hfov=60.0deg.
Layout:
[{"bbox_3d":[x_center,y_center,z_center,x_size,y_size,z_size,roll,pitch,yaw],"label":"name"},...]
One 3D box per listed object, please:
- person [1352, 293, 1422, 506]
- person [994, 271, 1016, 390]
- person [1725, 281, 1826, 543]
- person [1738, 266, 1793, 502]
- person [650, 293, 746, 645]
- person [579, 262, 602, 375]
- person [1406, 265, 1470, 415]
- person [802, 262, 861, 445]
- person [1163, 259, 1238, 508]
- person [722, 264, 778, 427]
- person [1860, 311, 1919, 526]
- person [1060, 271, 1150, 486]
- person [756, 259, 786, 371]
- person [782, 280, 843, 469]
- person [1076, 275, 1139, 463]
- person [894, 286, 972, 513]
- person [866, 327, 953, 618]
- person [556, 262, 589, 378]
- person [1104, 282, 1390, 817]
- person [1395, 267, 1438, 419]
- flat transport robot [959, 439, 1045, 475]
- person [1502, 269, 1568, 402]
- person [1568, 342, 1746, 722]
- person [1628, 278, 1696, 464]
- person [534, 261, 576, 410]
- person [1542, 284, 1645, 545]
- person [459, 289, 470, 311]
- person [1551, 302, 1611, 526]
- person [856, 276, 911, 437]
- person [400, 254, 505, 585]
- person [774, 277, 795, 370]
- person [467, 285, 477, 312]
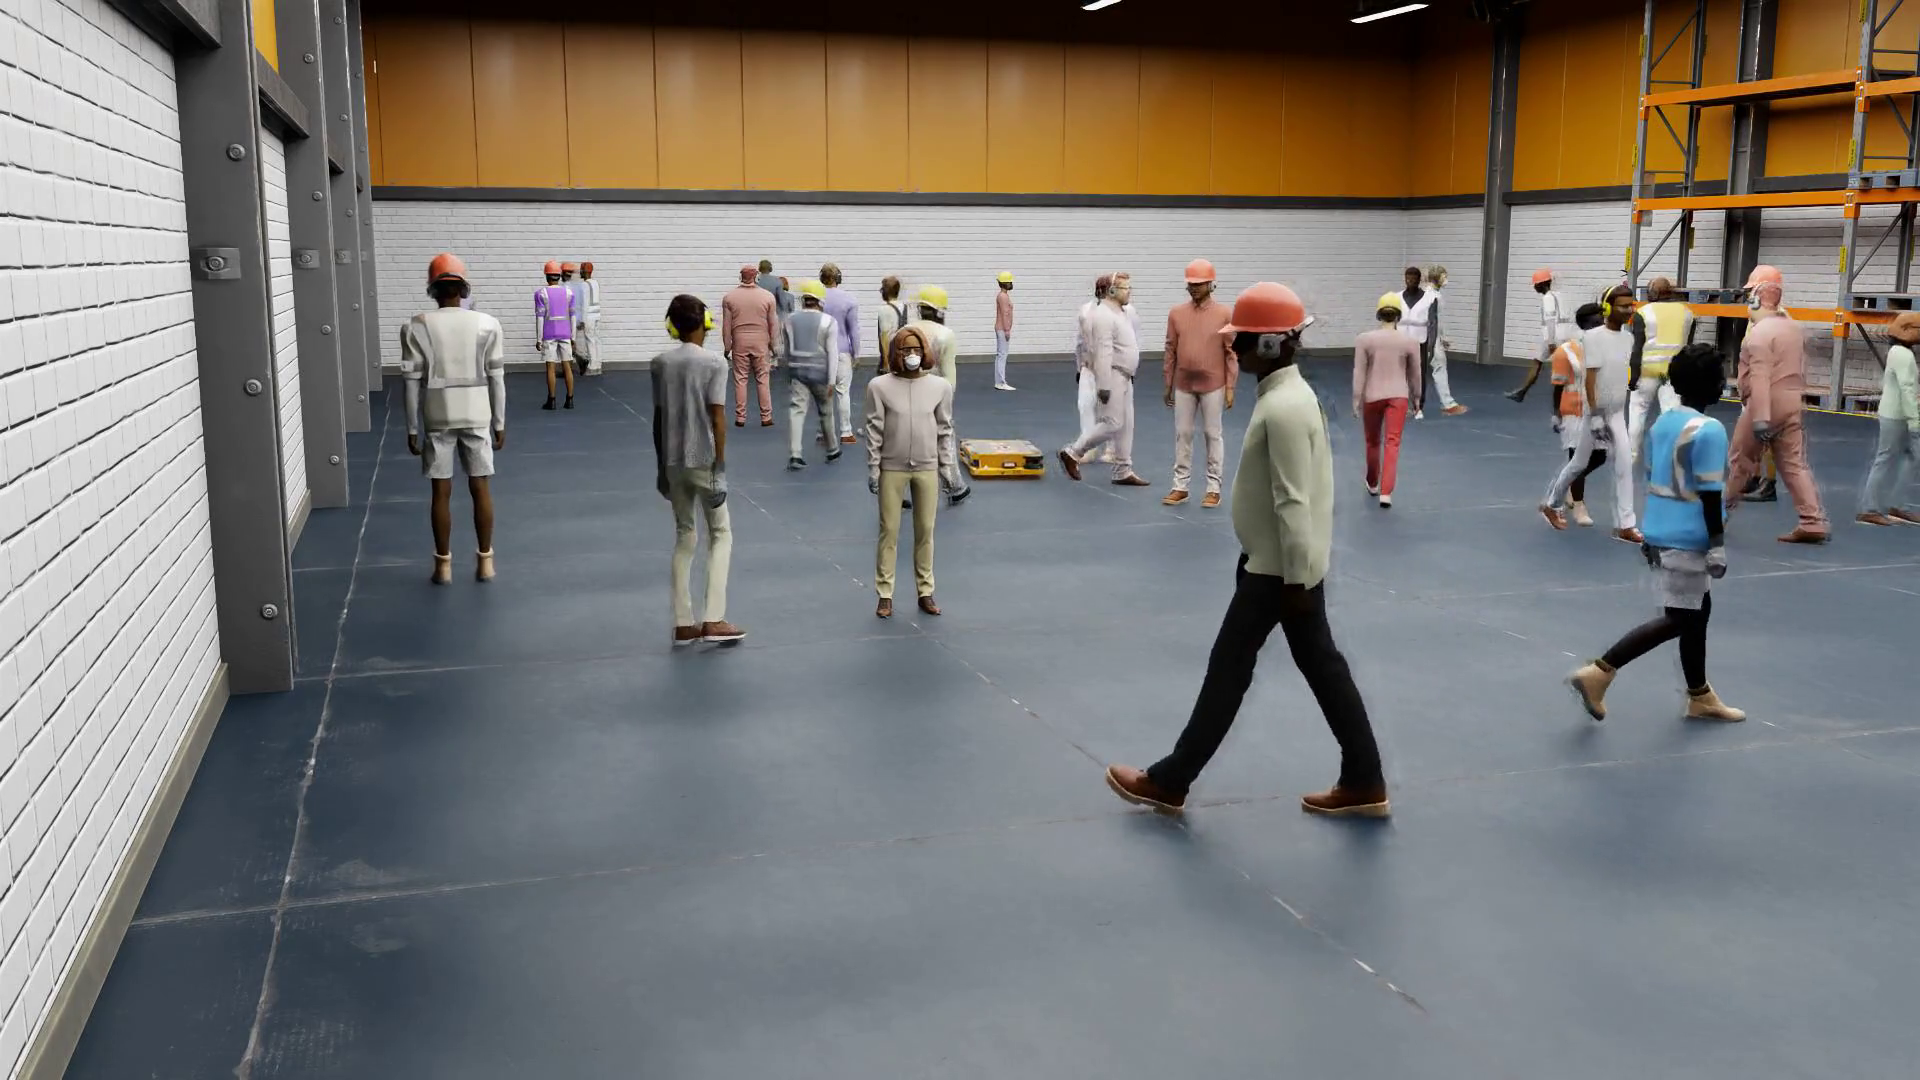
[{"bbox_3d":[3.494,-1.159,13.619,0.548,1.711,0.923,2,10,14],"label":"person"},{"bbox_3d":[0.671,-3.116,24.819,0.309,1.769,0.523,-1,10,-7],"label":"person"},{"bbox_3d":[5.742,-0.912,11.857,0.698,1.835,0.996,-7,12,-35],"label":"person"},{"bbox_3d":[6.579,-1.281,13.697,0.373,1.934,0.551,0,10,-2],"label":"person"},{"bbox_3d":[-1.411,-0.370,8.729,0.550,1.830,0.481,4,11,24],"label":"person"},{"bbox_3d":[-6.214,-3.704,27.886,0.353,1.883,0.572,2,10,11],"label":"person"},{"bbox_3d":[5.945,-2.524,21.072,1.013,1.893,0.639,3,10,17],"label":"person"},{"bbox_3d":[-1.357,-1.968,17.669,0.631,1.940,0.372,2,10,12],"label":"person"},{"bbox_3d":[1.918,-1.253,13.374,0.623,1.989,0.401,5,11,29],"label":"person"},{"bbox_3d":[-2.464,-2.286,19.604,0.652,1.906,0.404,-1,10,-4],"label":"person"},{"bbox_3d":[7.039,-0.889,12.348,0.564,1.609,0.516,5,11,27],"label":"person"},{"bbox_3d":[1.294,-1.401,14.550,0.686,1.886,0.646,3,10,19],"label":"person"},{"bbox_3d":[-3.348,-3.903,28.883,0.648,1.932,0.437,2,10,14],"label":"person"},{"bbox_3d":[-1.416,-1.580,15.877,0.602,1.782,0.928,3,10,18],"label":"person"},{"bbox_3d":[1.369,-1.624,16.013,0.667,1.817,0.691,5,11,24],"label":"person"},{"bbox_3d":[-0.258,-1.116,13.218,0.595,1.783,0.926,5,11,28],"label":"person"},{"bbox_3d":[-0.282,-0.380,9.357,0.497,1.634,0.279,-2,10,-12],"label":"person"},{"bbox_3d":[-6.291,-3.556,27.006,0.669,1.899,0.563,5,11,25],"label":"person"},{"bbox_3d":[1.090,0.056,5.961,1.046,1.934,0.656,2,10,14],"label":"person"},{"bbox_3d":[5.493,-2.366,20.196,0.623,1.856,1.011,6,11,30],"label":"person"},{"bbox_3d":[0.377,-0.785,15.645,0.652,0.197,1.431,-1,10,-5],"label":"flat transport robot"},{"bbox_3d":[8.020,-2.741,22.524,1.162,1.828,0.559,6,12,32],"label":"person"},{"bbox_3d":[3.032,-0.013,7.120,0.759,1.675,0.536,1,10,4],"label":"person"},{"bbox_3d":[6.669,-1.591,15.922,0.651,1.804,0.756,-1,10,-3],"label":"person"},{"bbox_3d":[-5.282,-2.665,21.707,0.552,1.937,0.356,-7,12,-34],"label":"person"},{"bbox_3d":[4.604,-0.923,11.969,0.511,1.832,0.976,-4,11,-21],"label":"person"},{"bbox_3d":[-6.763,-2.762,22.301,0.362,1.928,0.587,1,10,6],"label":"person"},{"bbox_3d":[4.728,-0.972,12.663,0.542,1.674,0.663,-1,10,-6],"label":"person"},{"bbox_3d":[-0.714,-1.971,18.139,0.993,1.795,0.527,9,13,41],"label":"person"},{"bbox_3d":[-3.129,-0.737,10.282,0.611,2.032,0.430,-4,11,-23],"label":"person"},{"bbox_3d":[-3.107,-3.768,29.002,0.494,1.624,0.279,2,10,13],"label":"person"},{"bbox_3d":[-7.600,-3.204,25.393,0.294,1.744,0.487,9,13,42],"label":"person"}]
